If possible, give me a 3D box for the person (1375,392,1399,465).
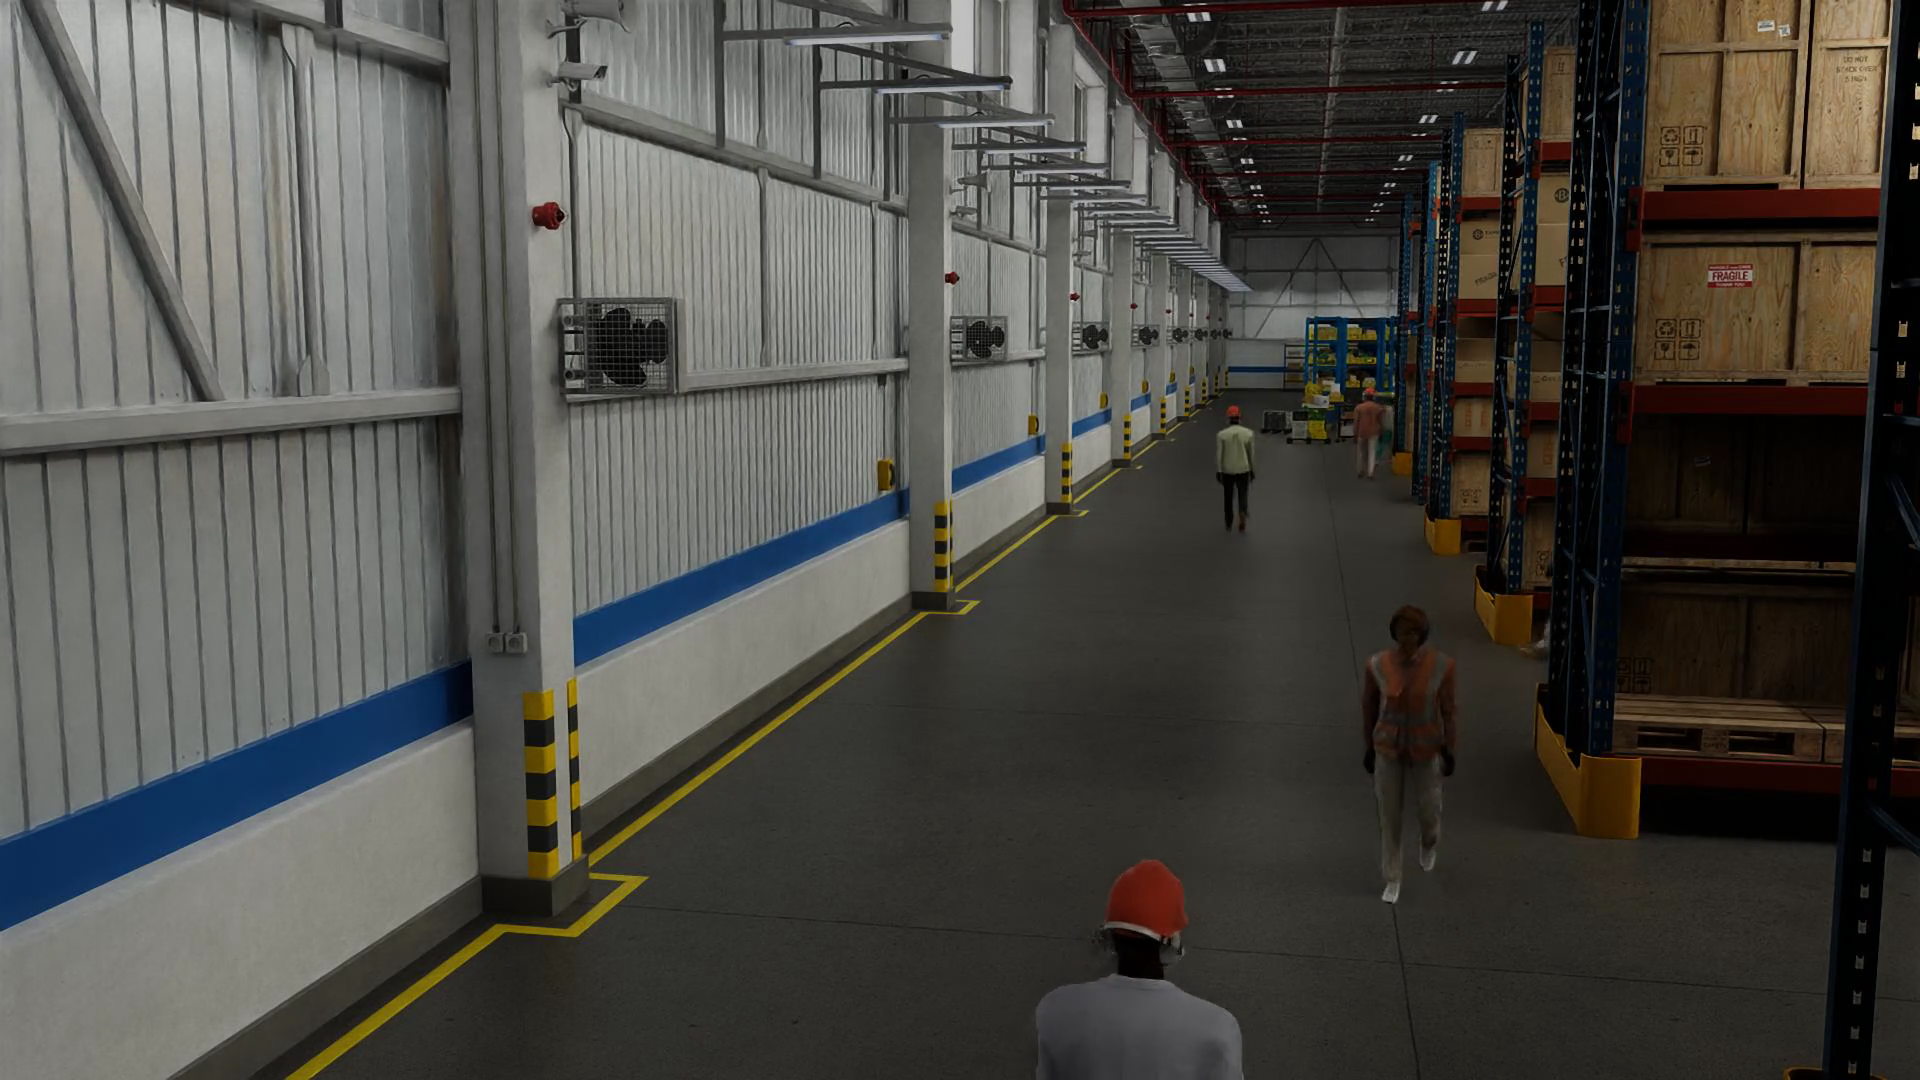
[{"bbox_3d":[9.993,-2.575,38.666,0.853,1.718,0.525,2,7,13],"label":"person"}]

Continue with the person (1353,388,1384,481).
[{"bbox_3d":[8.574,-2.220,34.914,0.643,1.932,1.034,1,7,7],"label":"person"}]

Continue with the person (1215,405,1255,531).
[{"bbox_3d":[4.259,-1.099,25.765,0.628,1.978,0.548,0,7,1],"label":"person"}]

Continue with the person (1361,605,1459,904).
[{"bbox_3d":[2.476,1.151,9.162,0.516,1.630,0.531,3,8,20],"label":"person"}]

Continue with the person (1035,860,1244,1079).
[{"bbox_3d":[0.494,1.685,4.411,0.590,1.733,0.591,3,8,20],"label":"person"}]

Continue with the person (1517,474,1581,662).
[{"bbox_3d":[5.771,0.268,15.596,0.951,1.796,0.630,1,7,11],"label":"person"}]
